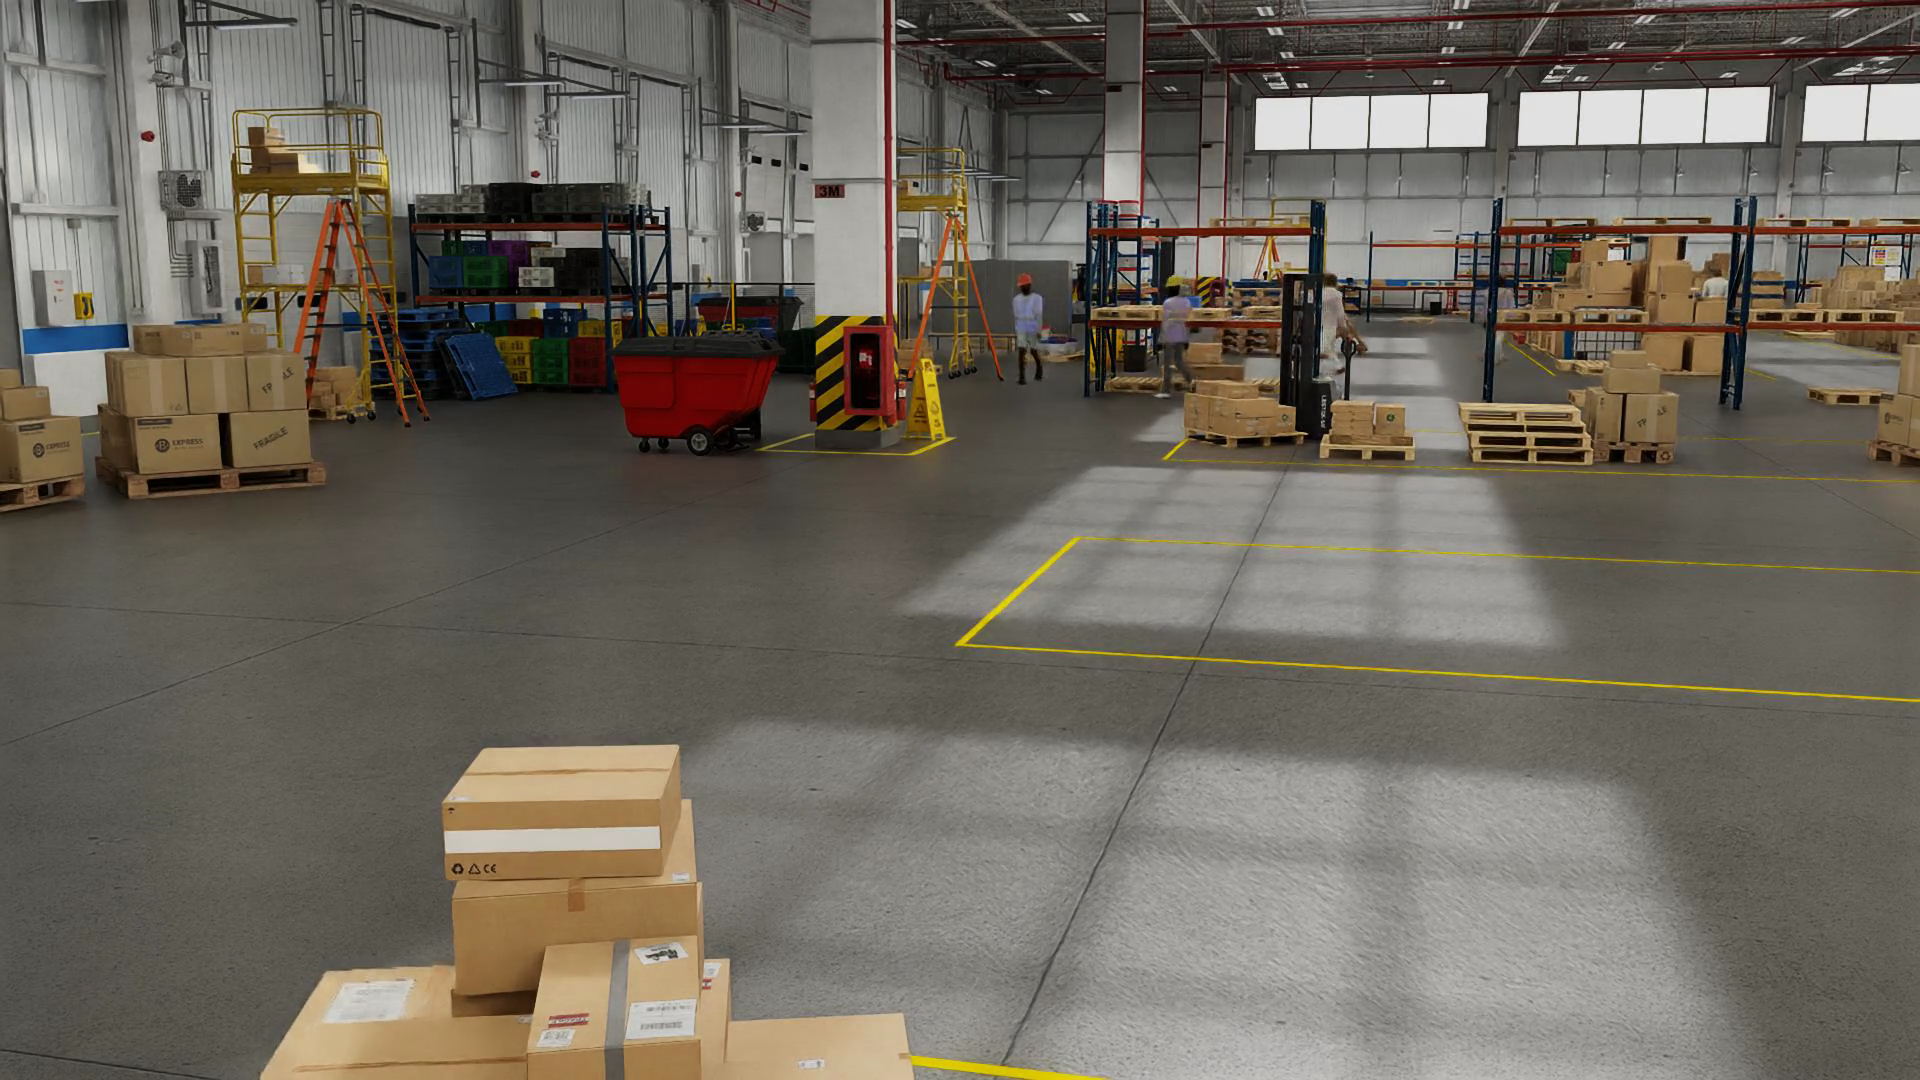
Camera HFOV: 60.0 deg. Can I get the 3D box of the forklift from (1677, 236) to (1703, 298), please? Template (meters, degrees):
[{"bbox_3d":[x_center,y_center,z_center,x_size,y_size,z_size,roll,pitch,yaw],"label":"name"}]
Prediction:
[{"bbox_3d":[21.477,-7.798,50.317,1.129,2.768,1.873,-4,10,-23],"label":"forklift"}]

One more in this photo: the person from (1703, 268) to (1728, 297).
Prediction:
[{"bbox_3d":[20.305,-6.351,44.729,0.647,1.893,1.011,4,10,22],"label":"person"}]

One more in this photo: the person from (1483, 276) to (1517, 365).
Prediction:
[{"bbox_3d":[11.007,-4.439,33.715,0.914,1.803,0.632,-7,12,-34],"label":"person"}]

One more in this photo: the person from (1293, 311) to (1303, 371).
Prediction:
[{"bbox_3d":[6.615,-4.099,31.913,0.331,1.735,0.495,6,12,33],"label":"person"}]

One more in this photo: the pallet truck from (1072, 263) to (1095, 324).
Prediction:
[{"bbox_3d":[4.325,-8.180,55.162,0.823,1.965,1.885,6,11,31],"label":"pallet truck"}]

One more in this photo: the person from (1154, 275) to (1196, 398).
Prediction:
[{"bbox_3d":[3.323,-3.117,25.610,0.608,1.911,0.667,-9,13,-41],"label":"person"}]

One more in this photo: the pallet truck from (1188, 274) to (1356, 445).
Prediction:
[{"bbox_3d":[3.653,-2.138,19.590,1.885,1.965,0.823,-4,10,-20],"label":"pallet truck"}]

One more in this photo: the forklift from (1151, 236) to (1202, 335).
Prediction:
[{"bbox_3d":[5.866,-7.214,46.878,1.873,2.768,1.129,2,10,14],"label":"forklift"}]

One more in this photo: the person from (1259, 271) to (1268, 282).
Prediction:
[{"bbox_3d":[10.886,-8.757,59.452,0.529,1.694,0.321,-6,11,-30],"label":"person"}]

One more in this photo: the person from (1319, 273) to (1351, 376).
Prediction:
[{"bbox_3d":[6.801,-3.949,30.607,1.040,1.888,0.631,-4,11,-24],"label":"person"}]

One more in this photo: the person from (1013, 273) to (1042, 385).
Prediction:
[{"bbox_3d":[1.186,-3.630,28.620,0.551,1.914,0.706,3,10,19],"label":"person"}]
